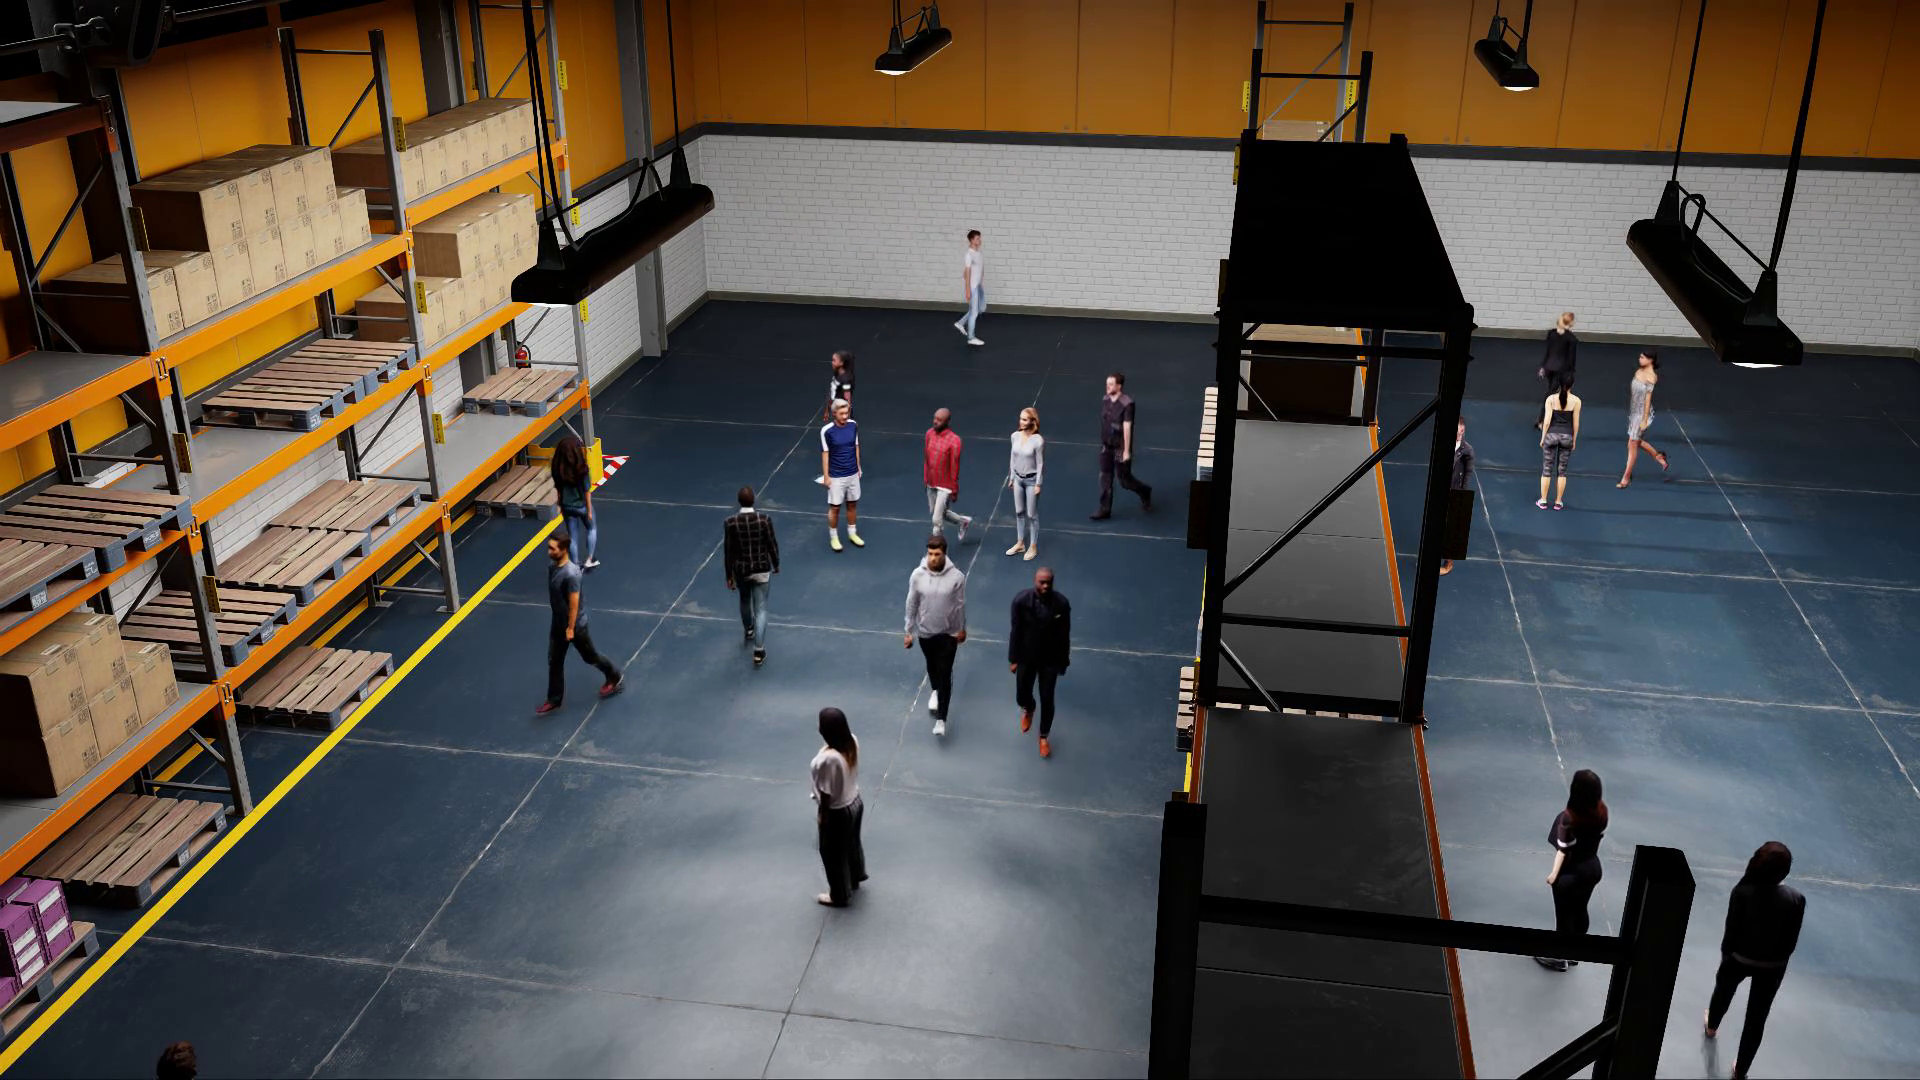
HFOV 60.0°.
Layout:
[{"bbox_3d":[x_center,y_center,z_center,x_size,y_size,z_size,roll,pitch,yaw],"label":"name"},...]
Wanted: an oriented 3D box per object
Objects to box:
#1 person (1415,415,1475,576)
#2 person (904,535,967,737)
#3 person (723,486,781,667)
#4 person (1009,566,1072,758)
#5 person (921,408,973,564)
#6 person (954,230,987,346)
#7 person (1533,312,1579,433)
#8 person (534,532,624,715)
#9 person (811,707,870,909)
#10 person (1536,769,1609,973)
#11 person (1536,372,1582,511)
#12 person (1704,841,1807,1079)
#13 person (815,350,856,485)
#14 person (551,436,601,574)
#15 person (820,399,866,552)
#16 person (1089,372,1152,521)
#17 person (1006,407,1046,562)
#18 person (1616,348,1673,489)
[{"bbox_3d":[5.418,-0.531,18.492,0.774,1.837,0.734,-18,30,-36],"label":"person"},{"bbox_3d":[-0.202,0.803,15.400,0.731,1.869,1.190,3,24,7],"label":"person"},{"bbox_3d":[-2.065,0.383,16.480,0.848,1.774,1.193,0,24,-1],"label":"person"},{"bbox_3d":[0.708,1.040,14.940,0.757,1.804,0.851,1,24,3],"label":"person"},{"bbox_3d":[-0.149,-0.659,18.836,1.025,1.796,1.171,21,31,40],"label":"person"},{"bbox_3d":[0.132,-4.023,26.481,0.784,1.838,0.758,8,25,17],"label":"person"},{"bbox_3d":[8.064,-2.249,22.636,1.094,1.665,1.028,-17,29,-34],"label":"person"},{"bbox_3d":[-3.575,0.759,15.623,1.072,1.771,1.248,22,32,40],"label":"person"},{"bbox_3d":[-0.929,2.042,12.808,0.791,1.676,0.619,9,25,20],"label":"person"},{"bbox_3d":[4.463,2.389,12.060,0.715,1.638,0.763,-12,27,-26],"label":"person"},{"bbox_3d":[7.259,-1.206,20.170,0.590,1.730,0.558,6,24,14],"label":"person"},{"bbox_3d":[5.244,2.826,10.938,0.737,1.737,1.009,9,25,20],"label":"person"},{"bbox_3d":[-1.448,-1.571,21.014,0.905,1.722,0.907,-8,25,-17],"label":"person"},{"bbox_3d":[-4.270,-0.336,18.339,0.615,1.602,0.662,2,24,5],"label":"person"},{"bbox_3d":[-1.360,-0.779,19.066,0.724,1.832,0.784,-16,28,-32],"label":"person"},{"bbox_3d":[1.939,-1.120,19.847,1.178,1.831,1.116,-17,29,-34],"label":"person"},{"bbox_3d":[0.759,-0.654,18.825,0.665,1.796,0.670,19,30,36],"label":"person"},{"bbox_3d":[8.593,-1.516,20.786,0.827,1.804,0.934,-3,24,-6],"label":"person"}]
